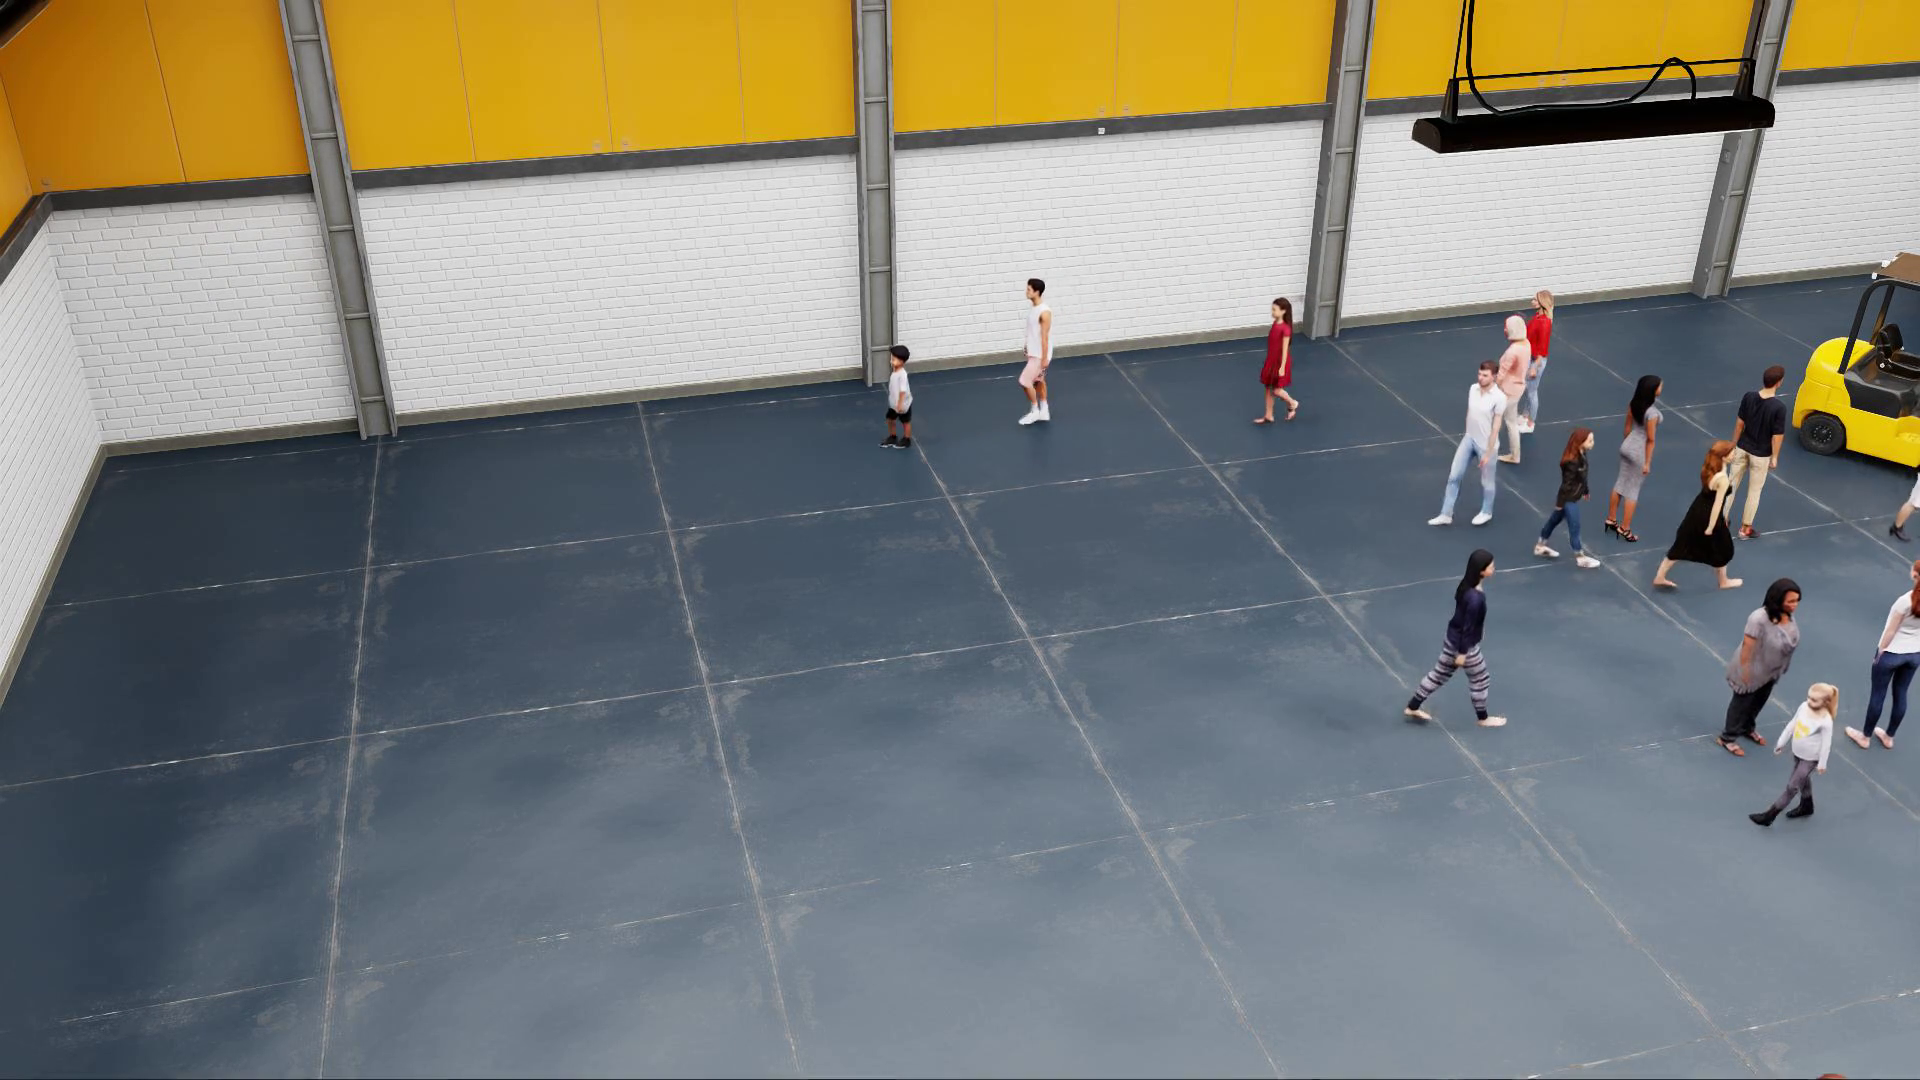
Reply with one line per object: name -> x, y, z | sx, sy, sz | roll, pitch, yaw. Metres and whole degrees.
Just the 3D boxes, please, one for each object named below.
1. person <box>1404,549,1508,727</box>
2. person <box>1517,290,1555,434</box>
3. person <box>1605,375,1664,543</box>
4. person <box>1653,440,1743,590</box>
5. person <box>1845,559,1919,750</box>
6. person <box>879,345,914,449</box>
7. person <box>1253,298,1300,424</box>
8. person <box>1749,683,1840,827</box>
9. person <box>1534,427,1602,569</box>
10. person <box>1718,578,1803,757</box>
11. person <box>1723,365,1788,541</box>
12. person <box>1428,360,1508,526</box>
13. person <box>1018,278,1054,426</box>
person -> 4.107, 0.831, 13.850 | 1.157, 1.690, 0.863 | 3, 29, 5
person -> 6.615, -2.059, 19.135 | 0.627, 1.703, 0.678 | 2, 29, 4
person -> 6.824, -0.840, 16.819 | 0.523, 1.781, 0.579 | -6, 29, -11
person -> 7.025, -0.203, 15.867 | 1.106, 1.574, 0.668 | -3, 29, -6
person -> 7.701, 0.944, 13.595 | 0.506, 1.735, 0.645 | -3, 29, -6
person -> -0.622, -1.623, 18.808 | 0.643, 1.250, 0.565 | -13, 31, -23
person -> 3.752, -2.078, 19.336 | 0.782, 1.543, 0.600 | -10, 30, -18
person -> 6.579, 1.642, 12.818 | 0.870, 1.255, 0.538 | -5, 29, -9
person -> 5.950, -0.451, 16.446 | 0.960, 1.455, 0.869 | 12, 31, 21
person -> 6.553, 0.999, 13.630 | 0.678, 1.606, 0.769 | -17, 33, -28
person -> 8.039, -0.898, 16.845 | 0.671, 1.857, 0.709 | -21, 35, -33
person -> 5.404, -0.985, 17.045 | 1.086, 1.818, 0.873 | -19, 34, -31
person -> 0.991, -2.178, 19.282 | 0.672, 1.771, 0.674 | -5, 29, -10
